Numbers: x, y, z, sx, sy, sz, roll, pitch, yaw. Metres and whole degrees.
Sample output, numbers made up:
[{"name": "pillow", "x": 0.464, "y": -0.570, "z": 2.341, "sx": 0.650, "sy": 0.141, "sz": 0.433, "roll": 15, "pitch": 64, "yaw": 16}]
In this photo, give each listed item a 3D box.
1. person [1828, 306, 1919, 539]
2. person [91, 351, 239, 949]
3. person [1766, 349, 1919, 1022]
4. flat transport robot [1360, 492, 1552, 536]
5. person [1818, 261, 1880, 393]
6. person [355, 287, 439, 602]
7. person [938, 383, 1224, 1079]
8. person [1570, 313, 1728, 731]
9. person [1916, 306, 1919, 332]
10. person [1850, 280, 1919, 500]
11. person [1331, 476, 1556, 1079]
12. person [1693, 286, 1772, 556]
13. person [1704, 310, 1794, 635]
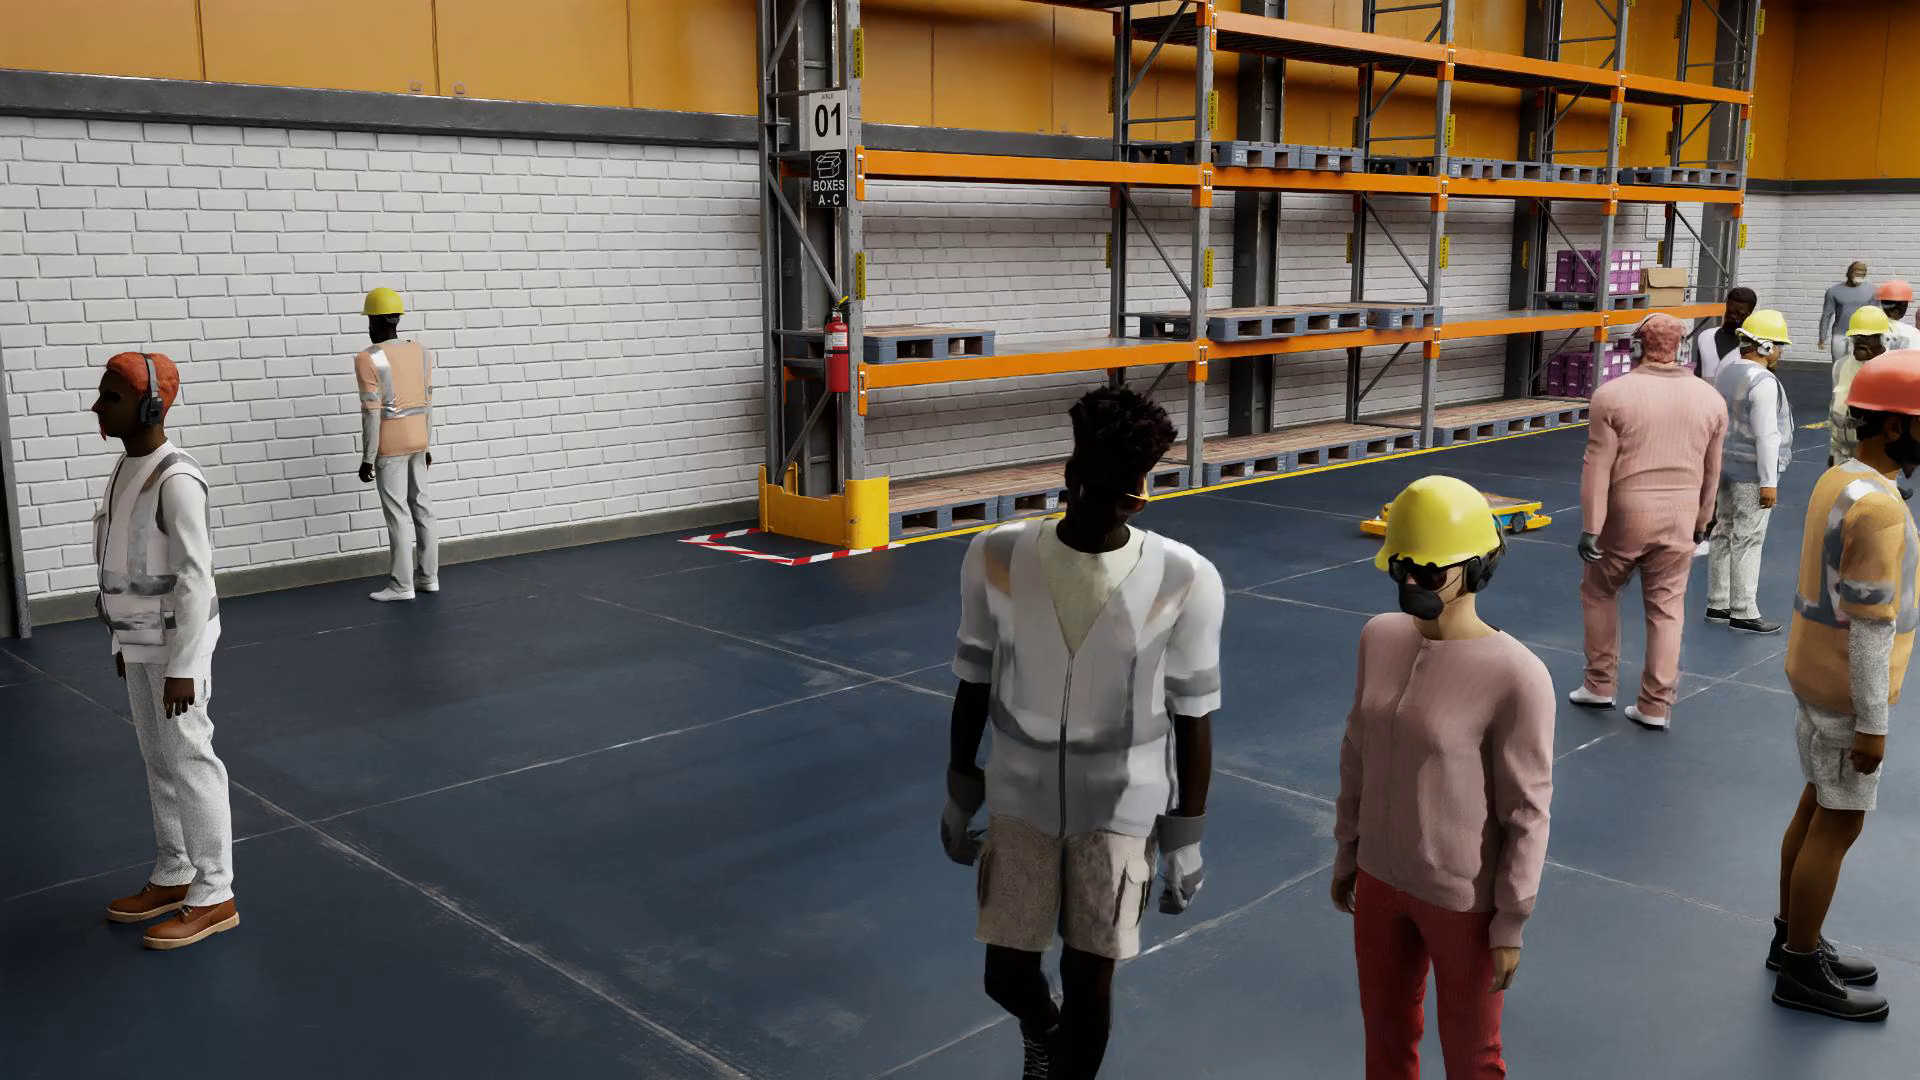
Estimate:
[{"name": "person", "x": 5.910, "y": -0.606, "z": 10.720, "sx": 0.669, "sy": 1.802, "sz": 0.602, "roll": -5, "pitch": 11, "yaw": -23}, {"name": "person", "x": -2.549, "y": 0.345, "z": 5.291, "sx": 0.355, "sy": 1.885, "sz": 0.576, "roll": -10, "pitch": 14, "yaw": -43}, {"name": "person", "x": 2.591, "y": 0.419, "z": 4.785, "sx": 0.384, "sy": 1.929, "sz": 0.539, "roll": 3, "pitch": 11, "yaw": 16}, {"name": "flat transport robot", "x": 3.756, "y": -0.181, "z": 12.562, "sx": 1.431, "sy": 0.197, "sz": 0.652, "roll": -7, "pitch": 13, "yaw": -35}, {"name": "person", "x": 11.274, "y": -2.575, "z": 21.126, "sx": 0.667, "sy": 1.909, "sz": 0.558, "roll": 6, "pitch": 12, "yaw": 30}, {"name": "person", "x": -3.469, "y": -0.579, "z": 10.209, "sx": 0.385, "sy": 1.928, "sz": 0.589, "roll": 5, "pitch": 11, "yaw": 24}, {"name": "person", "x": 0.262, "y": 0.594, "z": 3.802, "sx": 0.662, "sy": 1.926, "sz": 0.491, "roll": 3, "pitch": 11, "yaw": 15}, {"name": "person", "x": 3.136, "y": -0.095, "z": 7.676, "sx": 0.678, "sy": 1.882, "sz": 0.698, "roll": 0, "pitch": 10, "yaw": -2}, {"name": "person", "x": 10.099, "y": -1.810, "z": 17.028, "sx": 0.648, "sy": 1.895, "sz": 0.452, "roll": 7, "pitch": 13, "yaw": 34}, {"name": "person", "x": 7.569, "y": -1.177, "z": 13.605, "sx": 1.021, "sy": 1.878, "sz": 0.561, "roll": -5, "pitch": 12, "yaw": -26}, {"name": "person", "x": 0.979, "y": 0.735, "z": 3.502, "sx": 0.323, "sy": 1.764, "sz": 0.524, "roll": -7, "pitch": 12, "yaw": -32}, {"name": "person", "x": 5.404, "y": -0.827, "z": 11.649, "sx": 0.576, "sy": 1.894, "sz": 0.635, "roll": -5, "pitch": 12, "yaw": -26}, {"name": "person", "x": 4.480, "y": -0.385, "z": 9.427, "sx": 0.404, "sy": 1.827, "sz": 0.586, "roll": 0, "pitch": 10, "yaw": -1}]
